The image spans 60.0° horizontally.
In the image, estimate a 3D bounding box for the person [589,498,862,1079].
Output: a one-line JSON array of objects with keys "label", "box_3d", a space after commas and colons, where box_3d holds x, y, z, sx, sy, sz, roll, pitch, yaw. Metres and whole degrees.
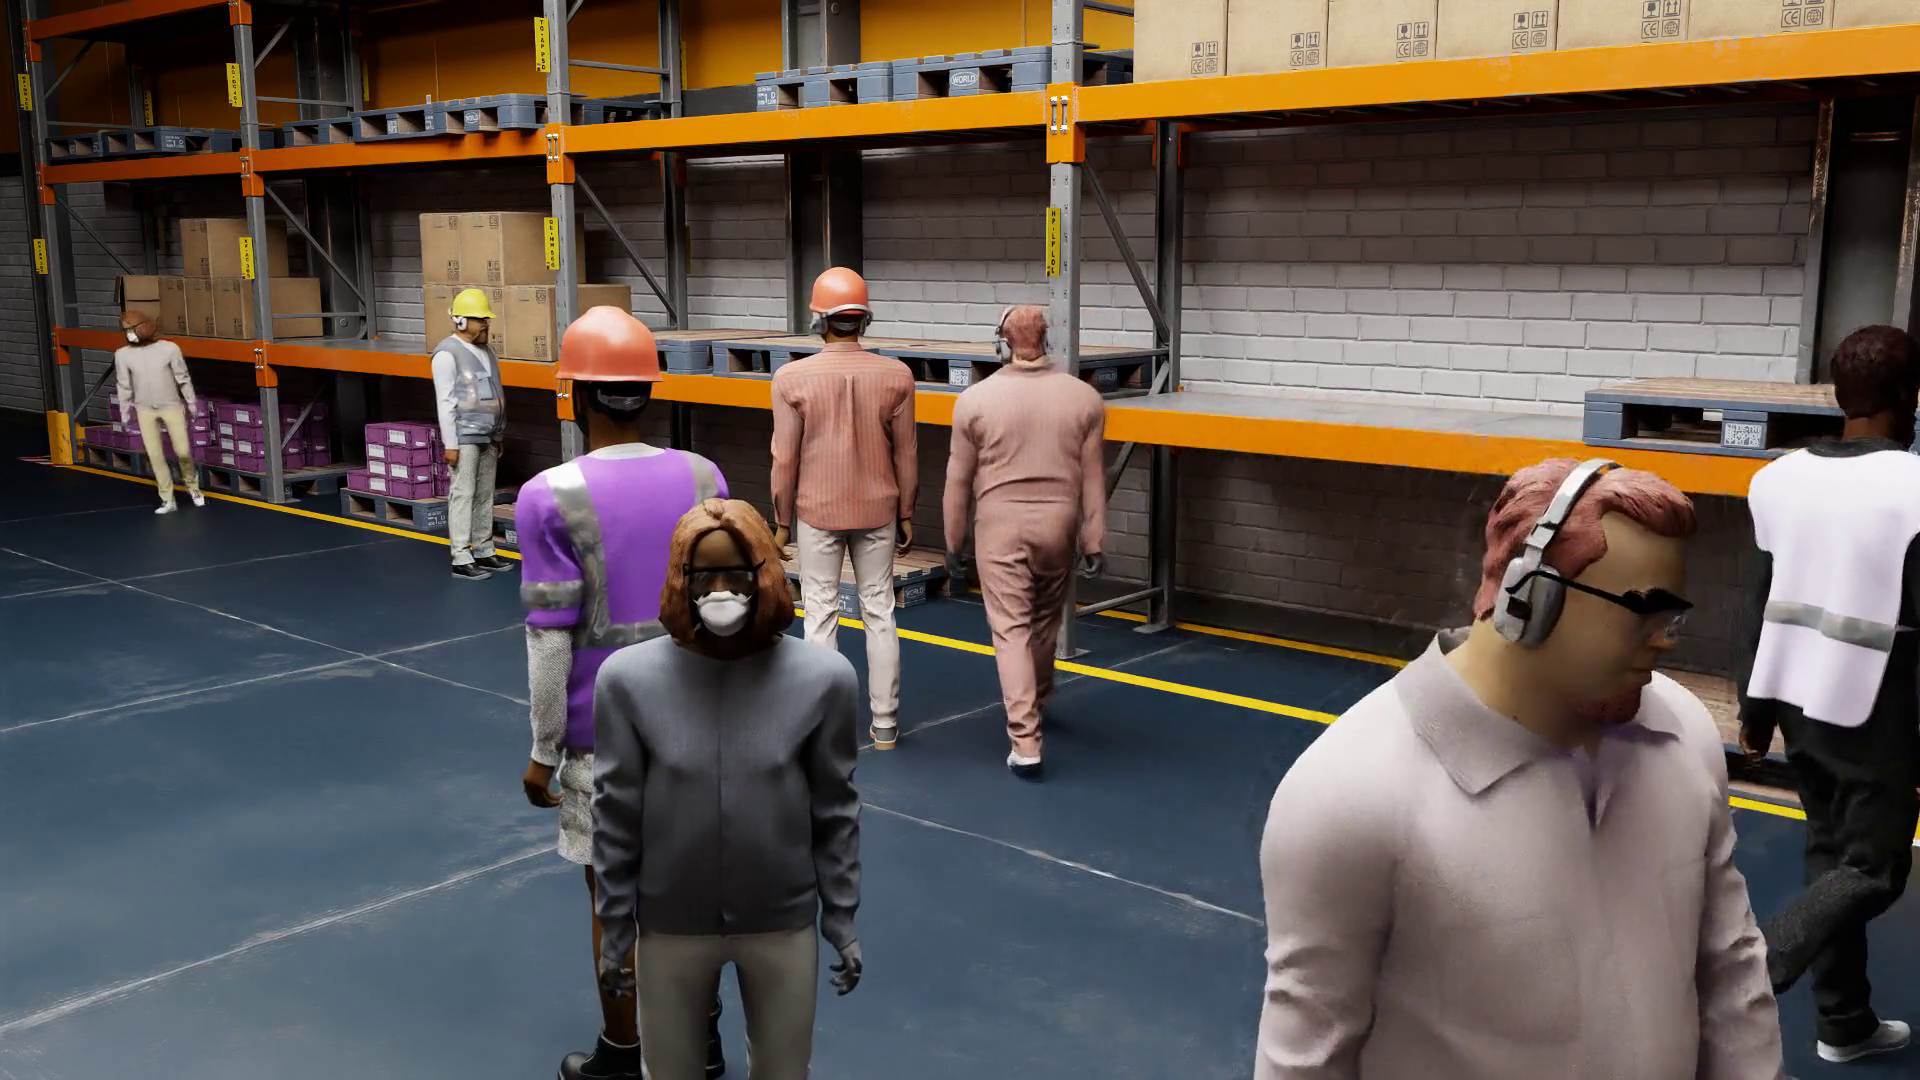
[{"label": "person", "box_3d": [-0.428, 0.727, 3.097, 0.498, 1.634, 0.280, -1, 10, -8]}]

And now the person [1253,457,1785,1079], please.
[{"label": "person", "box_3d": [0.693, 0.808, 2.069, 0.621, 1.842, 0.997, -5, 11, -28]}]

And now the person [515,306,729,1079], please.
[{"label": "person", "box_3d": [-0.810, 0.414, 4.016, 0.545, 1.939, 0.374, -8, 13, -40]}]

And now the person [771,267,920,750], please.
[{"label": "person", "box_3d": [-0.470, -0.107, 6.811, 0.616, 1.997, 0.373, -3, 10, -16]}]

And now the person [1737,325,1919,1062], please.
[{"label": "person", "box_3d": [2.138, 0.423, 4.090, 0.710, 1.898, 0.609, -3, 10, -18]}]

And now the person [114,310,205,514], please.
[{"label": "person", "box_3d": [-6.270, -1.001, 13.028, 0.549, 1.595, 0.555, -2, 10, -10]}]

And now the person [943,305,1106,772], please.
[{"label": "person", "box_3d": [0.254, -0.028, 6.808, 0.650, 1.850, 1.014, -2, 10, -10]}]

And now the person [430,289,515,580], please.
[{"label": "person", "box_3d": [-3.068, -0.666, 10.505, 0.403, 1.823, 0.583, 3, 10, 17]}]
